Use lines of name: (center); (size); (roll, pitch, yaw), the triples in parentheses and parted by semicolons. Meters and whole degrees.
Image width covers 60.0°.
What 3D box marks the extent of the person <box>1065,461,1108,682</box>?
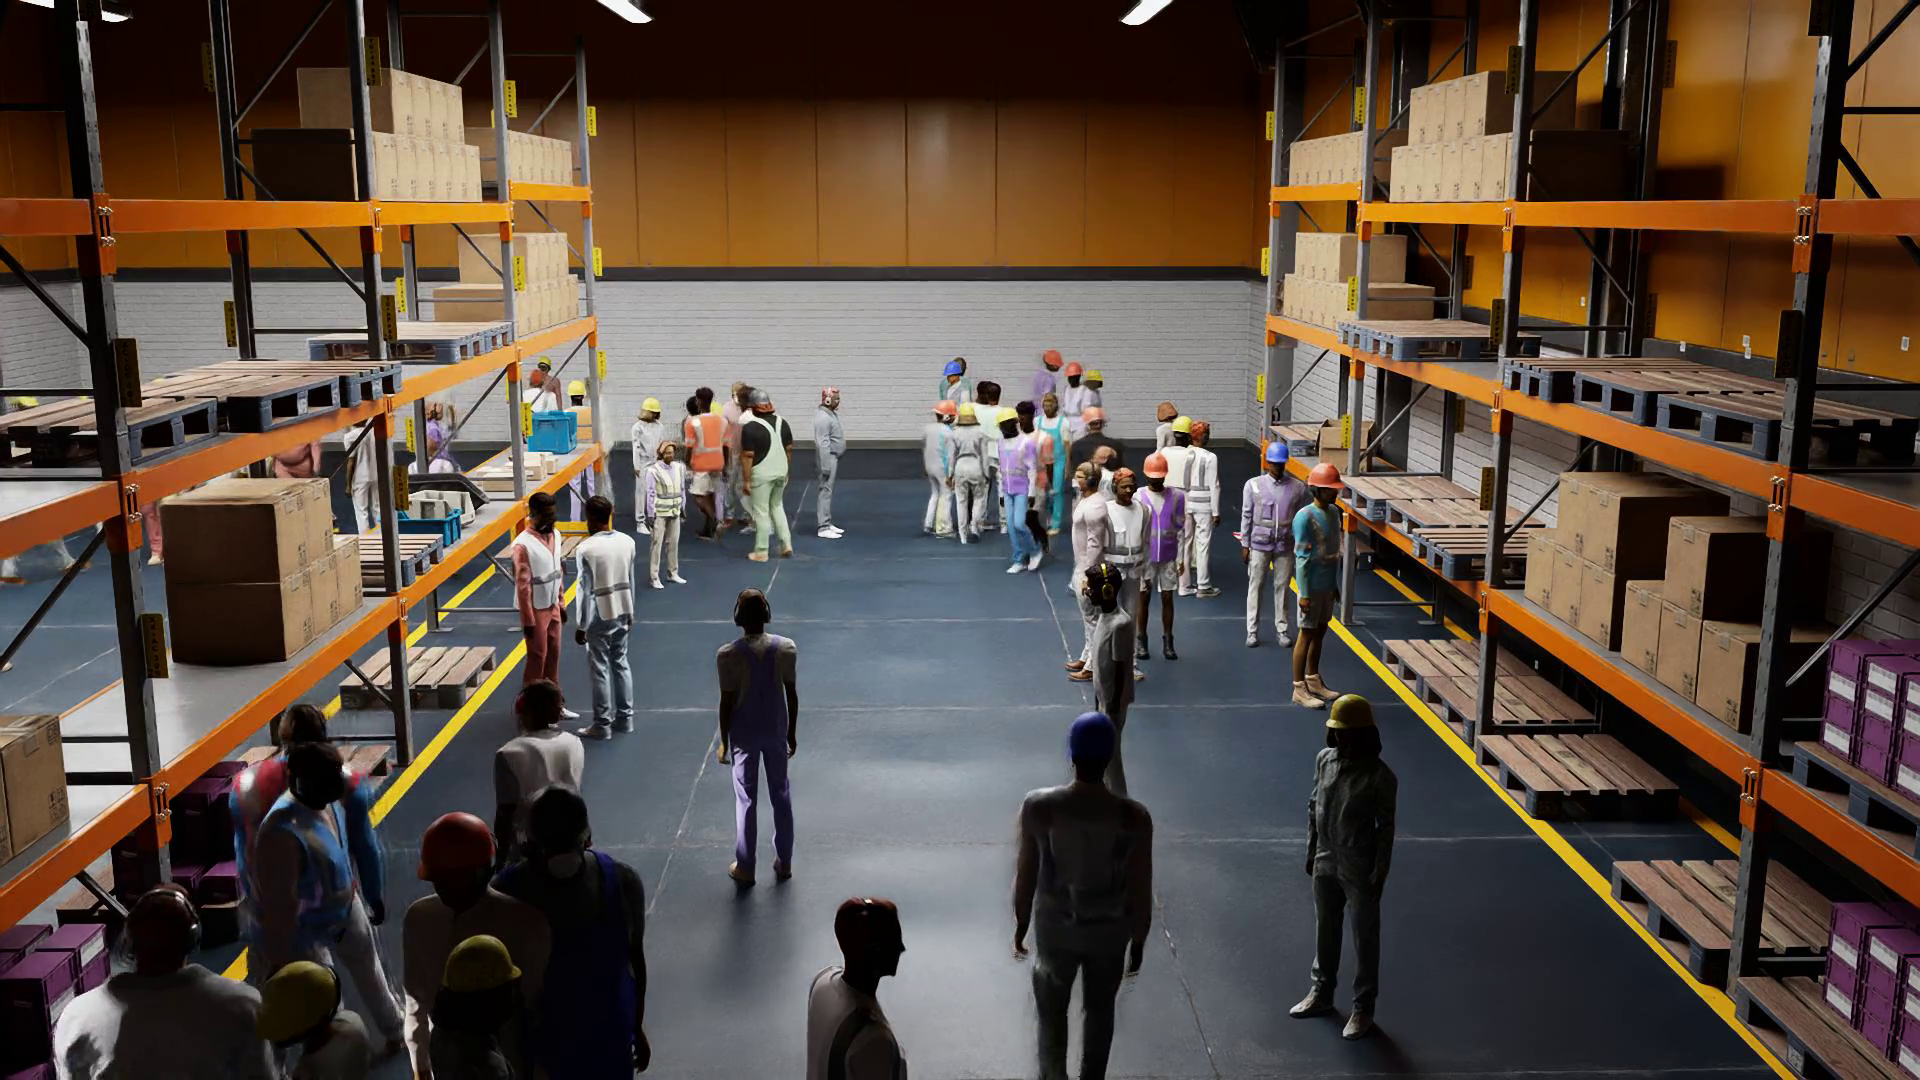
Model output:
person: (1.121, 0.268, 14.544); (0.368, 1.940, 0.633); (0, 11, 1)

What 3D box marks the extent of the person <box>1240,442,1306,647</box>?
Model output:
person: (2.941, 0.041, 15.654); (0.605, 1.951, 0.380); (0, 11, 0)

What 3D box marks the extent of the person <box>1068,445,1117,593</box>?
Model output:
person: (1.478, -0.229, 17.900); (0.898, 1.593, 0.553); (-9, 14, -38)

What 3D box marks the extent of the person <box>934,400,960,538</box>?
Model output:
person: (-0.178, -0.890, 20.859); (0.353, 1.739, 0.574); (-2, 12, -12)

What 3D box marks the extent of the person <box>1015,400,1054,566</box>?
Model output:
person: (0.877, -0.690, 19.359); (0.615, 1.938, 0.708); (8, 14, 35)

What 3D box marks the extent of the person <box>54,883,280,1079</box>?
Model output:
person: (-2.623, 2.077, 5.598); (0.674, 1.889, 0.456); (-3, 12, -17)

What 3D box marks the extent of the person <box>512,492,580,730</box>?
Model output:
person: (-3.324, 0.566, 13.203); (0.409, 1.885, 0.593); (3, 12, 15)

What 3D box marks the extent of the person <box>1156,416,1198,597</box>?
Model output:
person: (2.344, -0.360, 17.747); (0.589, 1.918, 0.390); (8, 14, 34)

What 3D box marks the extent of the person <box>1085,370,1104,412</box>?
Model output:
person: (1.978, -1.659, 24.699); (0.318, 1.742, 0.492); (4, 12, 21)

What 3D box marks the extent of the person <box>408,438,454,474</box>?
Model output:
person: (-5.863, -0.346, 18.545); (0.507, 1.571, 0.889); (-3, 12, -13)

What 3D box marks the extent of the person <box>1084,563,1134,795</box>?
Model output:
person: (0.951, 1.062, 10.785); (0.348, 1.856, 0.523); (-1, 11, -6)

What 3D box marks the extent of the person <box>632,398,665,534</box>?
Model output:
person: (-3.928, -0.944, 21.154); (0.325, 1.734, 0.489); (10, 15, 42)

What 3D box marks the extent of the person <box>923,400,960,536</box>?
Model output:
person: (-0.209, -0.887, 20.827); (0.389, 1.742, 0.603); (-10, 15, -40)

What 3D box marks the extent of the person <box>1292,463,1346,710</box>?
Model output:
person: (2.982, 0.371, 13.768); (0.379, 2.044, 0.607); (9, 14, 37)

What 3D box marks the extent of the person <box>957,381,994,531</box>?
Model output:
person: (0.209, -1.084, 21.367); (0.737, 1.927, 0.516); (9, 15, 39)

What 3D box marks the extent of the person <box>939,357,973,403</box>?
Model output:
person: (-0.031, -1.734, 24.595); (0.371, 1.935, 0.627); (-11, 16, -43)

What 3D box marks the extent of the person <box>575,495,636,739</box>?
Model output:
person: (-2.752, 0.599, 12.976); (0.411, 1.906, 0.602); (7, 13, 30)

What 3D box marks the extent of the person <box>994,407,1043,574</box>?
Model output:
person: (0.625, -0.554, 18.834); (0.650, 1.871, 0.396); (11, 15, 43)

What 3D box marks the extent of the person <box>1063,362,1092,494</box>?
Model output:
person: (1.743, -1.638, 24.135); (0.658, 1.922, 0.551); (-10, 15, -42)

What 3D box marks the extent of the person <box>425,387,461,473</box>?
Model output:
person: (-7.662, -1.664, 24.500); (0.524, 1.842, 0.534); (3, 12, 16)

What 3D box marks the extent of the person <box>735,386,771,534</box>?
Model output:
person: (-2.611, -0.997, 21.001); (0.518, 1.892, 0.669); (6, 13, 26)

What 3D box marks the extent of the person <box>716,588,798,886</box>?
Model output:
person: (-1.234, 1.196, 10.140); (0.506, 1.842, 0.346); (-5, 12, -24)

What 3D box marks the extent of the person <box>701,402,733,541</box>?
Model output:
person: (-3.109, -0.884, 20.867); (0.523, 1.749, 0.731); (-2, 11, -10)

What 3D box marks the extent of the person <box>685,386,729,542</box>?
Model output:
person: (-3.074, -0.910, 20.460); (0.621, 1.945, 0.754); (-9, 15, -39)

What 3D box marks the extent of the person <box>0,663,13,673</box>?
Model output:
person: (-8.722, 0.289, 14.714); (0.502, 1.837, 0.349); (6, 13, 26)

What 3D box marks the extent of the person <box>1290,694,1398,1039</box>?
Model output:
person: (1.923, 1.611, 8.302); (0.295, 1.744, 0.484); (-10, 15, -41)

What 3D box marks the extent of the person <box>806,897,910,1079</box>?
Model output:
person: (-0.347, 2.091, 5.576); (0.354, 1.877, 0.573); (-4, 12, -21)

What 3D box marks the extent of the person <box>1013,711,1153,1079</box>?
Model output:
person: (0.541, 1.718, 7.300); (0.625, 1.928, 0.706); (1, 11, 3)

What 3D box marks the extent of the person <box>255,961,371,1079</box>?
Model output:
person: (-2.013, 2.175, 5.529); (0.655, 1.730, 0.634); (2, 11, 10)

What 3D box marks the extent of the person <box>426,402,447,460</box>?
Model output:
person: (-6.777, -0.967, 21.518); (0.314, 1.631, 0.524); (-5, 12, -22)

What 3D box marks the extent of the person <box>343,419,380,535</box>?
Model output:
person: (-6.985, -0.677, 19.520); (0.331, 1.843, 0.520); (8, 14, 34)

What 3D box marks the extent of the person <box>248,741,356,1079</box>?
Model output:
person: (-2.935, 1.762, 7.447); (0.671, 1.798, 0.634); (-2, 11, -8)

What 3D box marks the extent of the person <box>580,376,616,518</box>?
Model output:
person: (-4.807, -1.216, 22.072); (0.472, 1.903, 0.652); (-2, 12, -11)

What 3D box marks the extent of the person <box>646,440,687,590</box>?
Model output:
person: (-3.200, -0.280, 18.090); (0.325, 1.627, 0.528); (8, 14, 35)

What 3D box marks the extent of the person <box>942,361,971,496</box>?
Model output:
person: (-0.070, -1.611, 23.971); (0.417, 1.939, 0.605); (-6, 13, -30)

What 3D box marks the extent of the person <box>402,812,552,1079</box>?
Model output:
person: (-1.761, 1.934, 6.084); (0.617, 1.986, 0.408); (3, 12, 14)

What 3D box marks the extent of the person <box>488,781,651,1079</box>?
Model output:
person: (-1.456, 1.876, 6.225); (0.683, 2.000, 0.536); (-6, 13, -30)

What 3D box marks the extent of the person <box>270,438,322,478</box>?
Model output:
person: (-8.336, -0.951, 20.879); (0.651, 1.859, 1.006); (-2, 12, -11)

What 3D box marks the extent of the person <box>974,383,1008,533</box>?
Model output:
person: (0.426, -1.039, 21.173); (0.613, 1.912, 0.382); (2, 11, 10)

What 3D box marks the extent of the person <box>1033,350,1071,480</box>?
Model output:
person: (1.338, -1.895, 25.304); (0.745, 1.988, 0.713); (-3, 12, -13)

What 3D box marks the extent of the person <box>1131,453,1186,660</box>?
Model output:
person: (1.785, 0.149, 15.188); (0.553, 1.923, 0.392); (0, 11, -3)

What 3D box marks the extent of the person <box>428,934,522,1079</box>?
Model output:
person: (-1.591, 2.157, 5.594); (0.323, 1.737, 0.486); (-8, 14, -35)

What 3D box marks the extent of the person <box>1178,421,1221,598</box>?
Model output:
person: (2.532, -0.329, 17.682); (0.355, 1.882, 0.576); (-10, 15, -42)

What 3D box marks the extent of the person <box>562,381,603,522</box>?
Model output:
person: (-4.865, -1.076, 21.307); (0.588, 1.930, 0.364); (-7, 13, -31)

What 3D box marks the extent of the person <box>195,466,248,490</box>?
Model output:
person: (-7.480, -0.238, 17.010); (0.641, 1.963, 0.364); (0, 11, 0)

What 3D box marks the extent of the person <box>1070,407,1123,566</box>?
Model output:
person: (1.540, -0.517, 18.581); (0.639, 1.918, 1.154); (-1, 11, -3)

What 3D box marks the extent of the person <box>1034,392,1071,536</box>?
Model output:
person: (1.168, -0.961, 20.997); (0.518, 1.829, 0.443); (5, 12, 24)

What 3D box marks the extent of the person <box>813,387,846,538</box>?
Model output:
person: (-1.631, -0.975, 20.885); (0.404, 1.900, 0.639); (0, 11, -1)

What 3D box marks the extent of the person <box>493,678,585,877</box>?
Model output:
person: (-2.110, 1.590, 8.272); (0.604, 1.798, 0.650); (9, 15, 39)

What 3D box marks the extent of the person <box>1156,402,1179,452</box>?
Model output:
person: (2.680, -0.972, 21.530); (0.286, 1.633, 0.498); (10, 15, 40)

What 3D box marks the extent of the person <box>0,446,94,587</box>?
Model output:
person: (-10.185, -0.448, 18.312); (0.617, 1.885, 1.048); (9, 14, 37)

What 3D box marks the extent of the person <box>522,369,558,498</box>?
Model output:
person: (-5.954, -1.472, 23.445); (0.670, 1.863, 0.532); (0, 11, 1)

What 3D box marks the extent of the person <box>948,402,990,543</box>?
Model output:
person: (0.107, -0.828, 20.536); (0.526, 1.726, 0.412); (1, 11, 6)

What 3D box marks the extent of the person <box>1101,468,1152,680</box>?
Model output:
person: (1.412, 0.307, 14.493); (0.574, 1.882, 0.356); (-4, 12, -19)

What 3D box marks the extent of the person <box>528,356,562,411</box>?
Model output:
person: (-6.669, -2.077, 26.780); (0.532, 1.754, 0.340); (-1, 11, -5)

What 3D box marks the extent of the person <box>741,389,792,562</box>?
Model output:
person: (-2.321, -0.780, 19.545); (0.535, 2.000, 0.707); (9, 15, 39)

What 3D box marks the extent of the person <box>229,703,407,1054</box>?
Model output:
person: (-3.041, 1.665, 7.944); (0.772, 1.798, 0.539); (-2, 11, -10)
